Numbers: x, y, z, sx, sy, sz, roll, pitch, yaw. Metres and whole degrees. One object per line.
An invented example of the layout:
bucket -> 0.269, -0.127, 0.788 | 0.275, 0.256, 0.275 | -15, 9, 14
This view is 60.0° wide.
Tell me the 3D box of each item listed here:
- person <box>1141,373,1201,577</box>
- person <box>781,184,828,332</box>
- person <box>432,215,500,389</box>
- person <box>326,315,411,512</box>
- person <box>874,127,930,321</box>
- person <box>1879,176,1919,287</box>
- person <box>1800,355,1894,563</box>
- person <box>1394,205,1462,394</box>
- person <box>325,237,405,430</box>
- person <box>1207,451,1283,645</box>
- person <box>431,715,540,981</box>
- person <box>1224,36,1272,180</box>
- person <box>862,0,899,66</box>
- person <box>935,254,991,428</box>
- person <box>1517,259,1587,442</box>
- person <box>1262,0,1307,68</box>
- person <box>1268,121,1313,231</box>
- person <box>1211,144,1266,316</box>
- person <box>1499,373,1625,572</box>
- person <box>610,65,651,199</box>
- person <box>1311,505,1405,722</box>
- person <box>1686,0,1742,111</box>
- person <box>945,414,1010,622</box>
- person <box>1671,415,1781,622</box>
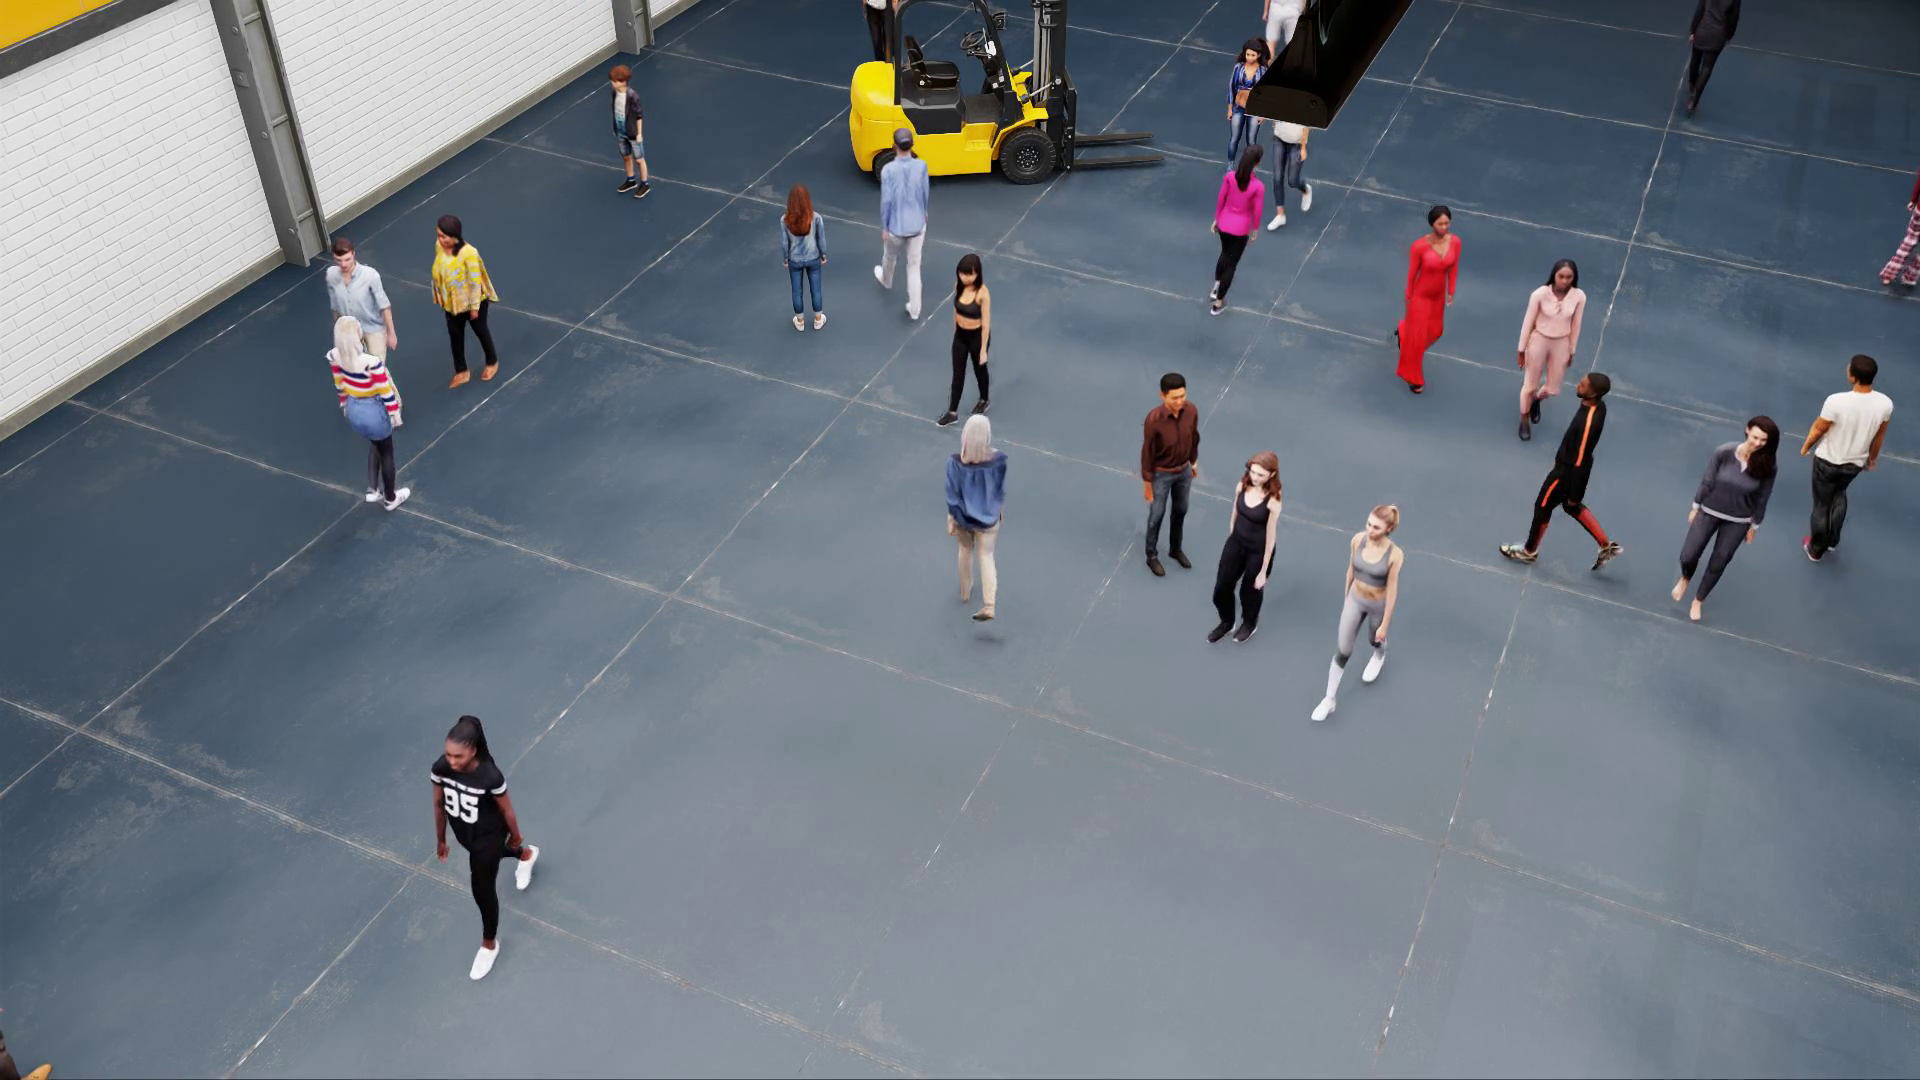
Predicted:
person -> 1.556, -0.538, 12.650 | 0.746, 1.777, 0.841 | -18, 42, -21
person -> -1.455, -2.629, 15.508 | 0.640, 1.478, 0.655 | -3, 39, -3
person -> -4.352, -2.155, 14.782 | 0.695, 1.643, 0.779 | 17, 42, 20
person -> -4.727, -0.955, 13.156 | 0.666, 1.798, 0.666 | 14, 41, 17
person -> -0.493, -2.920, 15.572 | 1.111, 1.853, 1.175 | -13, 40, -15
person -> 9.368, -3.150, 15.993 | 0.736, 1.688, 0.716 | 29, 47, 31
person -> 6.732, -0.557, 12.689 | 0.773, 1.768, 0.759 | 4, 39, 5
person -> 4.105, -2.175, 14.717 | 0.926, 1.766, 1.009 | -9, 40, -11
person -> -5.025, -1.834, 14.237 | 0.718, 1.822, 0.716 | 10, 40, 13
person -> 2.163, 0.031, 11.979 | 0.691, 1.726, 0.754 | 29, 47, 31
person -> -2.825, 1.695, 9.924 | 0.669, 1.691, 1.185 | 13, 40, 16
person -> 3.082, -4.615, 17.884 | 0.639, 1.617, 0.593 | 10, 40, 12
person -> -0.908, -6.328, 19.871 | 0.668, 1.813, 0.774 | 11, 40, 13
person -> 0.145, -1.758, 14.296 | 0.693, 1.629, 0.900 | 26, 45, 29
person -> 4.961, -1.651, 14.097 | 0.740, 1.710, 0.785 | 4, 39, 5
person -> 3.886, -6.303, 19.806 | 0.746, 1.857, 0.696 | 6, 39, 7
person -> 3.431, -4.080, 17.076 | 0.788, 1.788, 0.959 | 26, 45, 29
person -> 2.550, -2.885, 15.679 | 0.688, 1.675, 0.758 | 20, 43, 23
person -> 4.723, -0.483, 12.576 | 0.716, 1.783, 1.050 | 19, 42, 22
person -> -3.525, -4.376, 17.719 | 0.562, 1.448, 0.550 | 23, 44, 26
person -> 2.879, 0.437, 11.519 | 0.743, 1.664, 1.165 | 26, 45, 29
person -> 8.718, -5.846, 19.323 | 0.696, 1.745, 1.125 | 20, 43, 23
person -> 0.137, -0.109, 12.207 | 0.871, 1.670, 1.035 | -5, 39, -6
person -> 5.632, -0.216, 12.258 | 0.622, 1.764, 0.602 | 16, 41, 19
